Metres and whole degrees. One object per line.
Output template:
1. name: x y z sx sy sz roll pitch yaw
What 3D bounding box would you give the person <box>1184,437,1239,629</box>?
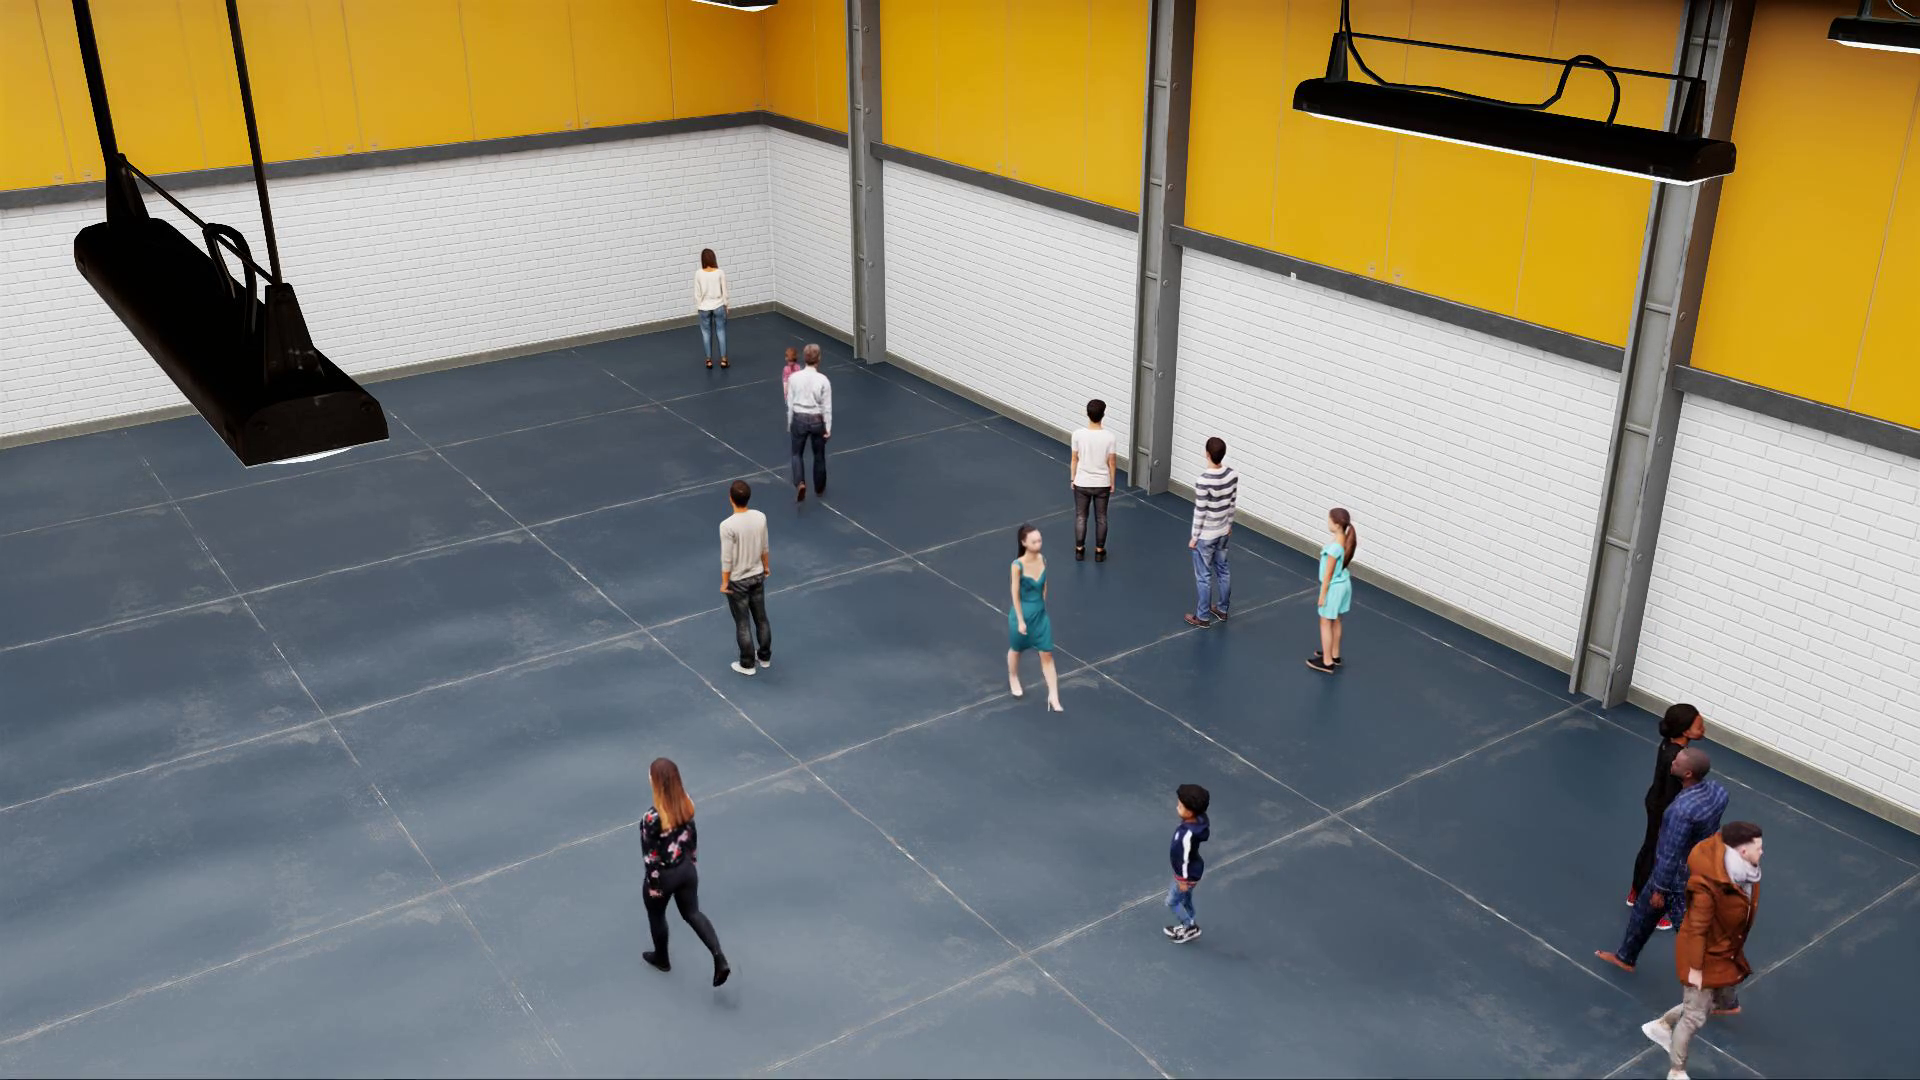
1. person: 2.365 -0.079 15.599 0.646 1.852 0.501 -15 28 -31

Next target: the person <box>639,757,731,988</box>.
1. person: -1.803 2.167 10.699 1.060 1.660 0.758 18 30 36

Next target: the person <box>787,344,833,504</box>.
1. person: -1.689 -1.272 18.386 1.022 1.803 1.136 1 24 3

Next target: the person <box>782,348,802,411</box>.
1. person: -2.069 -1.889 20.781 0.464 1.016 0.510 -11 26 -23

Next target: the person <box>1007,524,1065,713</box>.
1. person: 0.529 0.643 14.197 0.592 1.650 0.996 -13 27 -27

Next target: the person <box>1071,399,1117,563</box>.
1. person: 1.345 -0.613 16.987 0.687 1.718 0.733 2 24 6

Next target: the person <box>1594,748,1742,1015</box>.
1. person: 4.646 2.191 10.511 0.800 1.767 1.246 -21 31 -39

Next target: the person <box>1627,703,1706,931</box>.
1. person: 4.822 1.864 11.383 0.712 1.667 0.675 7 25 16

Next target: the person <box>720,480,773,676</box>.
1. person: -1.890 0.327 14.723 0.684 1.808 0.565 -20 30 -38

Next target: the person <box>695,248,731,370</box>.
1. person: -3.418 -3.188 22.925 0.699 1.680 0.727 0 24 1

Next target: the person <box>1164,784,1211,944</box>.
1. person: 1.573 2.199 11.183 0.643 1.214 0.604 7 25 16

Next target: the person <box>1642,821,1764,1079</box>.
1. person: 4.400 2.421 9.914 0.802 1.823 0.815 -17 29 -34

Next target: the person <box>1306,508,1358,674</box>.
1. person: 3.341 0.430 14.799 0.631 1.559 0.603 19 30 37
